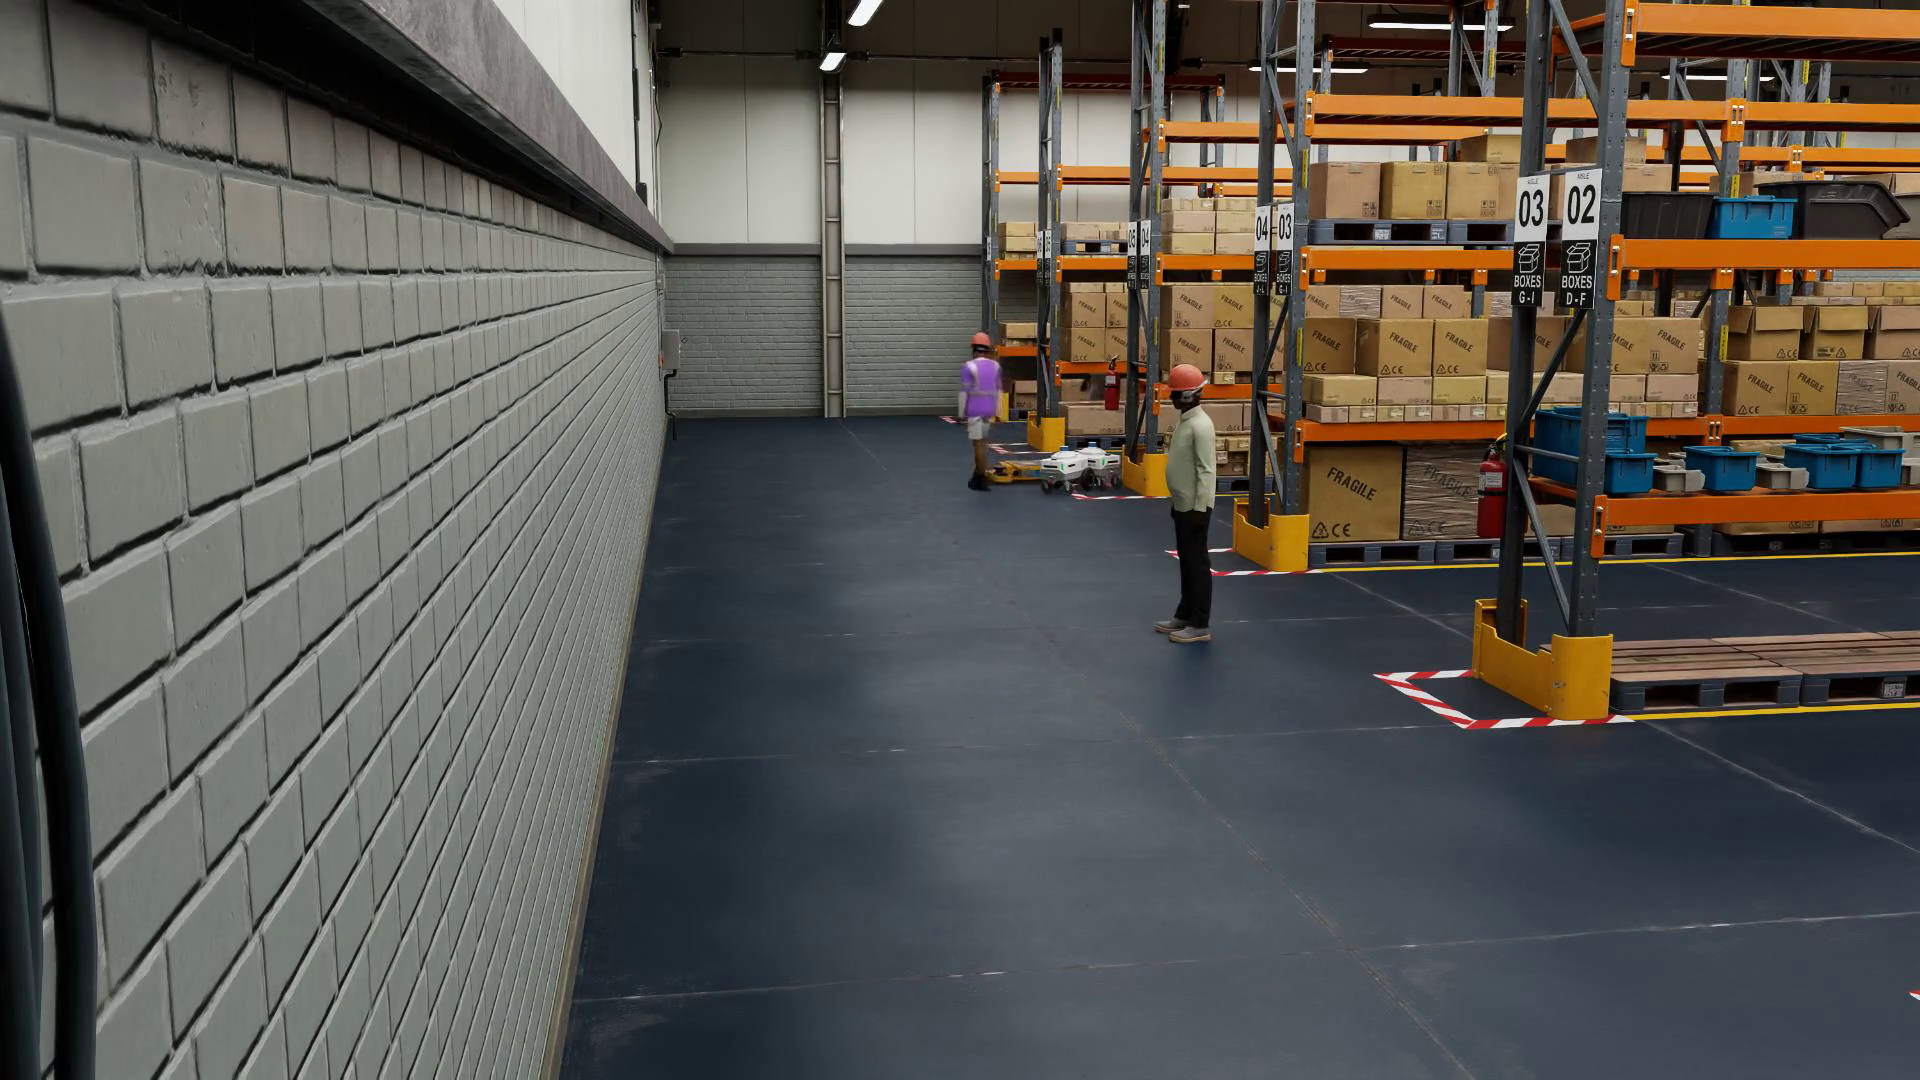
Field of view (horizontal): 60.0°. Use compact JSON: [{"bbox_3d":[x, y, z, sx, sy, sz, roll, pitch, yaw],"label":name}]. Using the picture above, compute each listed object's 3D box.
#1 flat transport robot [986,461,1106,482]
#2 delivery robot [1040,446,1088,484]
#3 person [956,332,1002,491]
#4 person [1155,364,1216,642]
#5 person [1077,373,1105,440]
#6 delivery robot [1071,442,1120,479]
[{"bbox_3d":[1.071,-0.880,21.018,1.431,0.197,0.652,-2,9,-11],"label":"flat transport robot"},{"bbox_3d":[1.241,-0.883,19.877,0.477,0.478,0.707,5,11,30],"label":"delivery robot"},{"bbox_3d":[0.188,-1.555,20.177,0.550,1.900,0.671,-7,11,-36],"label":"person"},{"bbox_3d":[1.635,-0.264,11.933,0.391,1.989,0.610,-1,9,-7],"label":"person"},{"bbox_3d":[2.203,-2.473,26.105,0.976,1.830,0.508,-2,9,-10],"label":"person"},{"bbox_3d":[1.617,-0.957,20.334,0.477,0.478,0.707,-8,12,-41],"label":"delivery robot"}]
